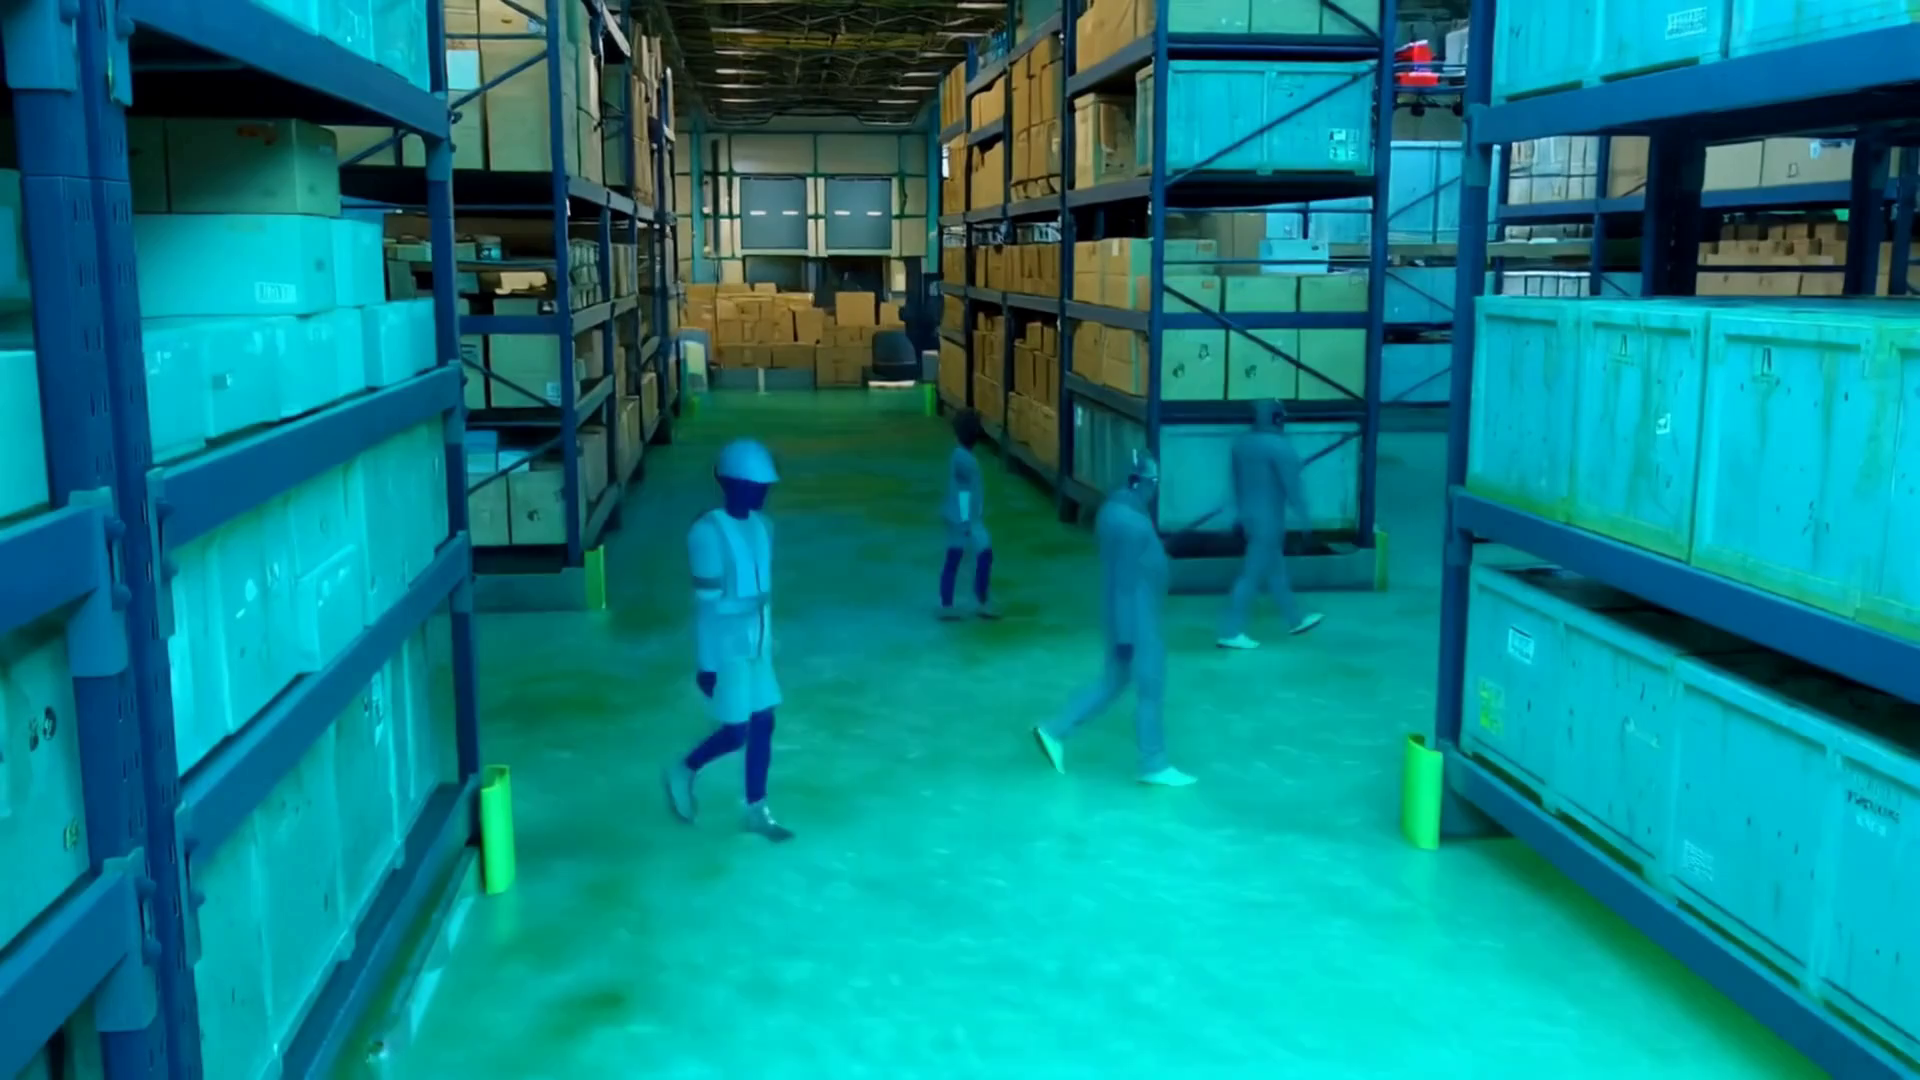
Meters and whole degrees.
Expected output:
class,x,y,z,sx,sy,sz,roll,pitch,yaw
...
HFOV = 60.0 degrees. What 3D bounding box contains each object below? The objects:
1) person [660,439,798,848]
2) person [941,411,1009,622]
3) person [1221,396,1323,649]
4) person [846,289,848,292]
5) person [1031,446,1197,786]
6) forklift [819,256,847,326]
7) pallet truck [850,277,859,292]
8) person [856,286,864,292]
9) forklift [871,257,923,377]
class,x,y,z,sx,sy,sz,roll,pitch,yaw
person,-1.130,0.505,8.107,0.623,2.023,0.611,5,11,29
person,0.140,-0.179,13.080,0.656,1.671,0.558,-2,10,-9
person,2.338,-0.129,12.303,0.994,1.856,0.647,-3,10,-19
person,-4.374,-8.605,61.449,0.583,1.917,0.652,-5,11,-27
person,0.843,0.417,9.047,0.831,1.885,0.640,-1,10,-5
forklift,-4.357,-8.382,57.366,1.129,2.768,1.873,-6,12,-33
pallet truck,-3.782,-9.391,65.808,1.885,1.965,0.823,2,10,10
person,-3.243,-7.178,53.261,0.987,1.889,0.560,8,12,38
forklift,-1.133,-5.266,39.221,1.873,2.768,1.129,0,10,2
